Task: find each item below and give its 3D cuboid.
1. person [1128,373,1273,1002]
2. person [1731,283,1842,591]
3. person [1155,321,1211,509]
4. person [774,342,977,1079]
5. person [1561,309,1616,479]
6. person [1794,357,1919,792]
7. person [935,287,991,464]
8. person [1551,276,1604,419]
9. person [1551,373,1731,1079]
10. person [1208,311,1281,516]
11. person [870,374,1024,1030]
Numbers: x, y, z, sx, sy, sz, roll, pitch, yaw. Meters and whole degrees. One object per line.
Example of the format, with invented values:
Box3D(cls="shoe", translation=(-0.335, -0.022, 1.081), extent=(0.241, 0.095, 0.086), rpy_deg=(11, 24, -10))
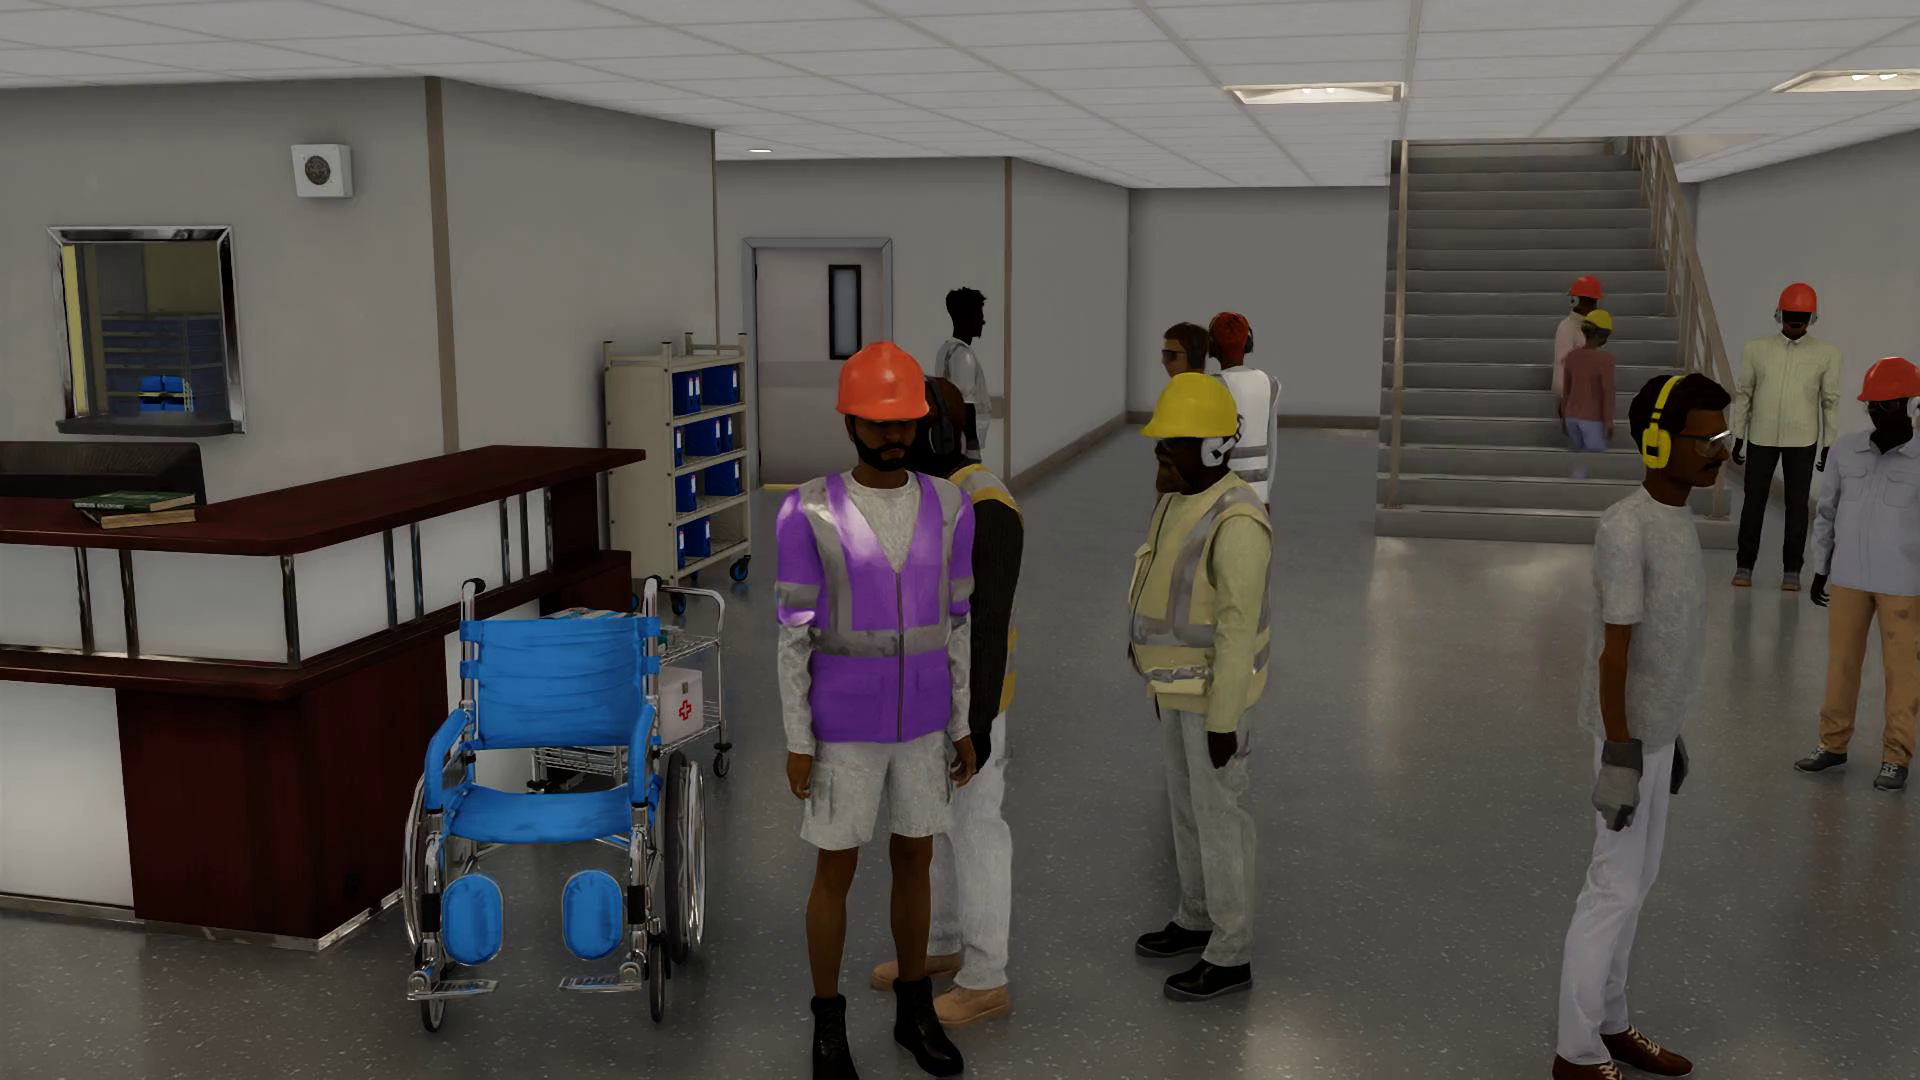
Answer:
Box3D(cls="person", translation=(0.694, 0.422, 4.877), extent=(0.404, 1.826, 0.593), rpy_deg=(-2, 10, -11))
Box3D(cls="person", translation=(5.334, -0.659, 10.768), extent=(0.616, 1.989, 0.400), rpy_deg=(5, 11, 28))
Box3D(cls="person", translation=(1.143, -0.157, 8.239), extent=(0.356, 1.836, 0.511), rpy_deg=(-3, 10, -15))
Box3D(cls="person", translation=(-0.198, 0.461, 4.298), extent=(0.544, 1.939, 0.355), rpy_deg=(-4, 11, -24))
Box3D(cls="person", translation=(4.955, -0.961, 13.273), extent=(0.611, 1.746, 0.533), rpy_deg=(-4, 11, -23))
Box3D(cls="person", translation=(3.736, 0.133, 6.771), extent=(0.330, 1.751, 0.564), rpy_deg=(-7, 12, -37))
Box3D(cls="person", translation=(0.020, -0.626, 10.618), extent=(0.367, 1.966, 0.606), rpy_deg=(-2, 10, -13))
Box3D(cls="person", translation=(5.182, -1.215, 14.010), extent=(0.391, 1.991, 0.612), rpy_deg=(7, 12, 36))
Box3D(cls="person", translation=(1.739, 0.509, 4.220), extent=(0.309, 1.868, 0.534), rpy_deg=(7, 12, 36))
Box3D(cls="person", translation=(1.364, -0.206, 8.390), extent=(0.575, 1.882, 0.360), rpy_deg=(-7, 12, -36))
Box3D(cls="person", translation=(-0.069, 0.449, 4.708), extent=(0.433, 1.836, 0.617), rpy_deg=(-6, 11, -32))
